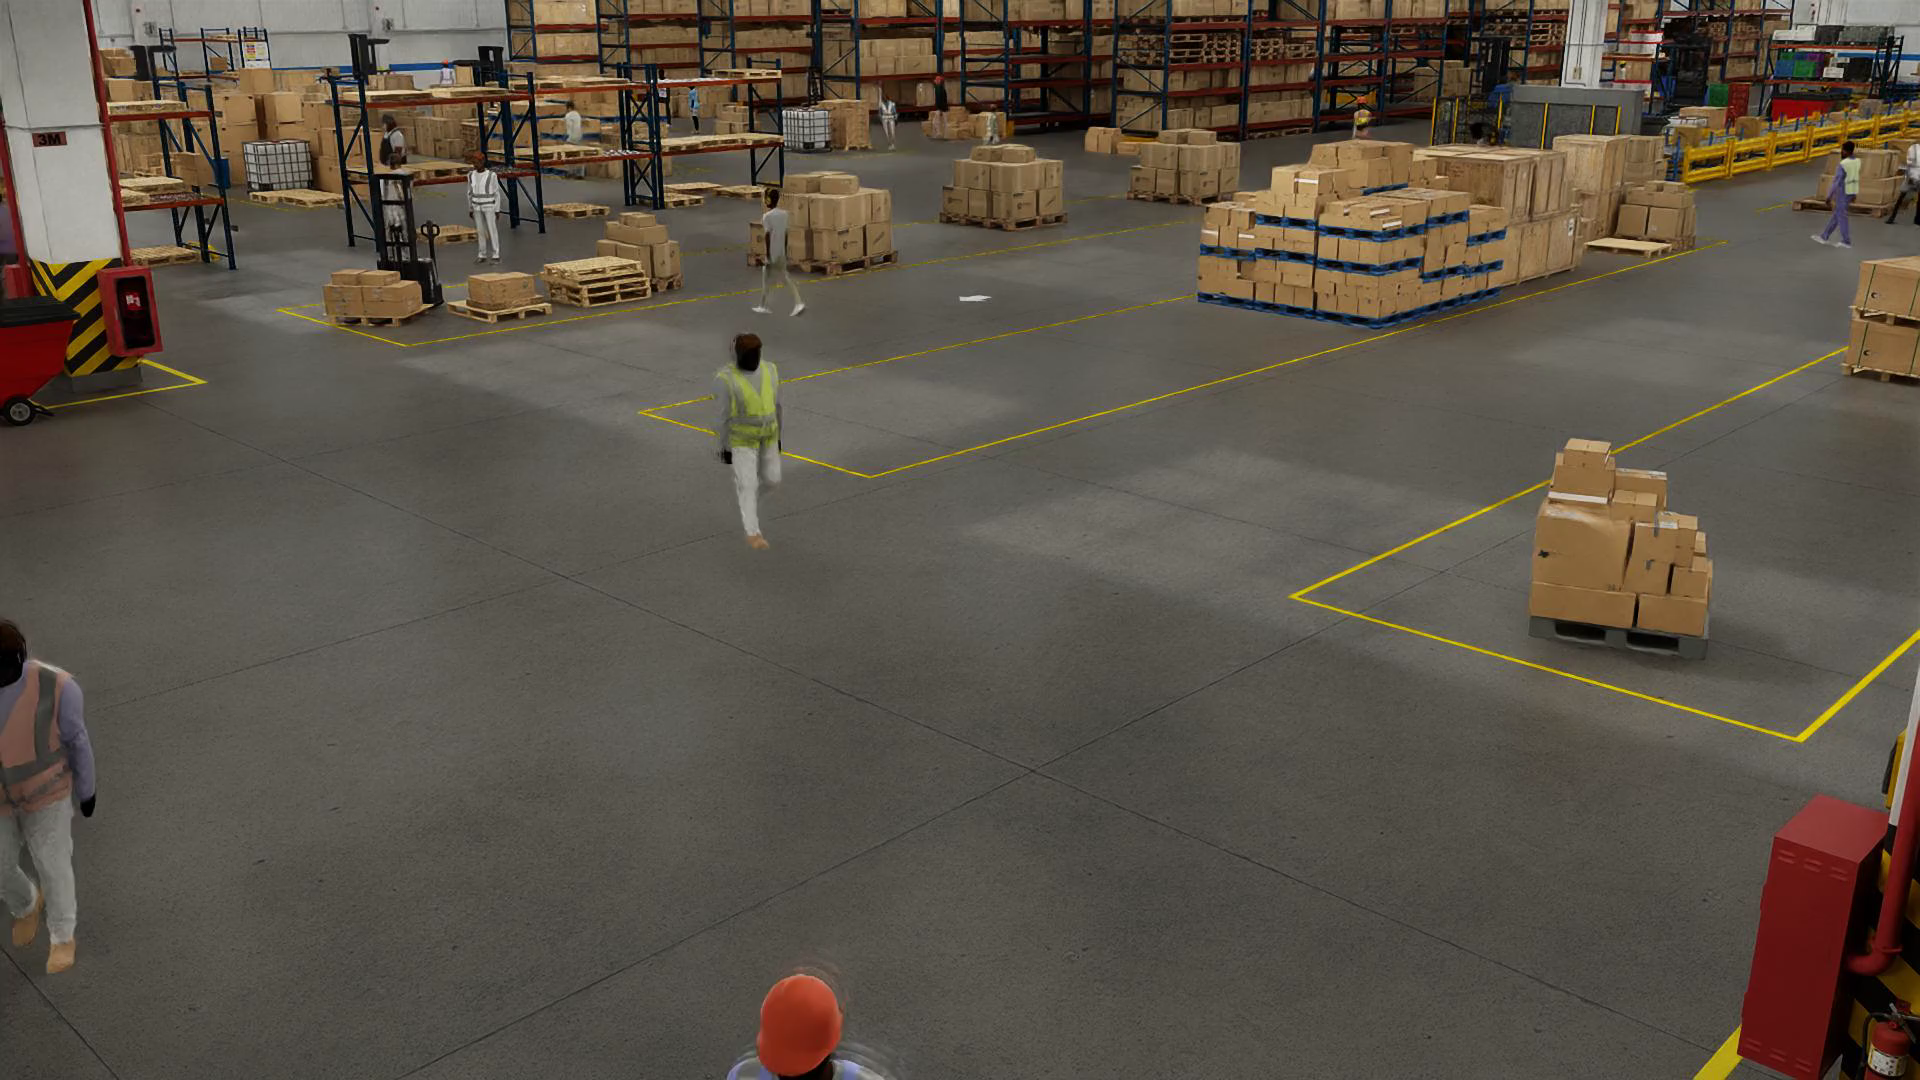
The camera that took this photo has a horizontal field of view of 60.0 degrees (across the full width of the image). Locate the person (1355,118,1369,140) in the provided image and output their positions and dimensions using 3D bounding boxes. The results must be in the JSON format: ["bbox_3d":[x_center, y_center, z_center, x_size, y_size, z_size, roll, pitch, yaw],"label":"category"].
[{"bbox_3d":[9.109,-8.751,37.958,0.525,1.717,0.920,-16,24,-39],"label":"person"}]

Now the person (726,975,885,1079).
[{"bbox_3d":[-0.434,2.138,4.848,0.551,1.905,0.792,2,18,6],"label":"person"}]

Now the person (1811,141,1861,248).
[{"bbox_3d":[16.012,-6.300,30.309,0.619,1.892,0.735,-13,22,-35],"label":"person"}]

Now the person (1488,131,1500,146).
[{"bbox_3d":[10.560,-7.269,33.349,0.985,1.828,0.519,9,20,26],"label":"person"}]

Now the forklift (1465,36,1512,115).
[{"bbox_3d":[19.973,-17.201,61.605,1.873,2.768,1.129,16,24,40],"label":"forklift"}]

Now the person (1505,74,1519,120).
[{"bbox_3d":[19.764,-15.817,59.399,0.451,1.626,0.517,9,21,26],"label":"person"}]

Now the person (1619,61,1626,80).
[{"bbox_3d":[26.749,-18.503,67.281,0.327,1.761,0.522,8,20,23],"label":"person"}]

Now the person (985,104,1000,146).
[{"bbox_3d":[0.814,-10.851,44.471,0.837,1.604,0.523,-5,19,-14],"label":"person"}]

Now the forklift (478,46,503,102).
[{"bbox_3d":[-14.400,-13.831,51.452,1.129,2.768,1.873,17,25,41],"label":"forklift"}]

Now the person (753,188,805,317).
[{"bbox_3d":[-2.606,-4.123,23.838,0.951,1.834,0.520,15,24,38],"label":"person"}]

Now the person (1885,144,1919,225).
[{"bbox_3d":[18.977,-7.193,32.982,0.843,1.908,0.458,1,18,3],"label":"person"}]

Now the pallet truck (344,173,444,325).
[{"bbox_3d":[-8.209,-4.181,23.757,0.823,1.965,1.885,3,19,9],"label":"pallet truck"}]

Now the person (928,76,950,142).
[{"bbox_3d":[-0.667,-13.229,51.075,0.798,1.964,0.643,5,19,15],"label":"person"}]

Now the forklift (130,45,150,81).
[{"bbox_3d":[-25.517,-14.043,52.092,1.873,2.768,1.129,-9,20,-25],"label":"forklift"}]

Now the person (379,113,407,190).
[{"bbox_3d":[-12.029,-8.025,35.273,0.542,2.000,0.689,-17,25,-41],"label":"person"}]

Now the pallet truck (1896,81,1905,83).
[{"bbox_3d":[34.802,-16.331,61.455,0.653,1.274,1.630,17,25,41],"label":"pallet truck"}]

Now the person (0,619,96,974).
[{"bbox_3d":[-4.428,1.189,7.868,0.646,1.816,0.523,-6,19,-17],"label":"person"}]

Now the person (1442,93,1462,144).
[{"bbox_3d":[14.451,-12.286,48.781,0.534,1.600,0.756,11,21,30],"label":"person"}]

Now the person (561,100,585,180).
[{"bbox_3d":[-9.558,-9.816,40.872,0.727,1.908,0.646,5,19,16],"label":"person"}]

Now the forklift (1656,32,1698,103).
[{"bbox_3d":[29.428,-19.284,67.883,1.129,2.768,1.873,17,25,41],"label":"forklift"}]

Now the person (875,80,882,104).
[{"bbox_3d":[-2.935,-17.368,63.752,0.626,1.834,0.429,-1,18,-4],"label":"person"}]

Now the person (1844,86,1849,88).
[{"bbox_3d":[32.383,-16.349,60.834,0.533,1.732,0.857,-8,20,-22],"label":"person"}]

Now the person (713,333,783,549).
[{"bbox_3d":[-1.783,-0.861,14.023,0.628,1.832,0.564,-14,23,-37],"label":"person"}]

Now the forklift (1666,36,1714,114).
[{"bbox_3d":[27.341,-17.291,61.877,1.129,2.768,1.873,17,25,41],"label":"forklift"}]

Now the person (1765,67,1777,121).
[{"bbox_3d":[28.927,-15.880,59.100,0.356,1.937,0.552,14,23,37],"label":"person"}]

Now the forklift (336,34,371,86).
[{"bbox_3d":[-23.394,-18.320,64.977,1.129,2.768,1.873,17,25,41],"label":"forklift"}]

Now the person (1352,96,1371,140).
[{"bbox_3d":[10.098,-10.217,42.037,0.544,1.939,0.354,-13,23,-35],"label":"person"}]

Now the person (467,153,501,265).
[{"bbox_3d":[-8.092,-5.624,28.283,0.584,1.881,0.337,5,19,15],"label":"person"}]

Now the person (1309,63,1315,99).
[{"bbox_3d":[14.571,-18.804,68.316,0.540,1.665,0.727,-1,18,-3],"label":"person"}]

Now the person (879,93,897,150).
[{"bbox_3d":[-2.098,-12.153,48.366,0.527,1.607,0.737,1,18,4],"label":"person"}]

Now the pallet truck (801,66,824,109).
[{"bbox_3d":[-4.812,-15.182,56.903,0.823,1.965,1.885,-9,21,-26],"label":"pallet truck"}]

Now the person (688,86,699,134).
[{"bbox_3d":[-8.608,-13.965,53.705,0.319,1.695,0.539,0,18,1],"label":"person"}]

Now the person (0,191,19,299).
[{"bbox_3d":[-13.873,-4.271,24.212,0.598,1.891,0.949,3,19,8],"label":"person"}]

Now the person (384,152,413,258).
[{"bbox_3d":[-9.384,-5.519,27.898,0.410,1.932,0.640,3,19,9],"label":"person"}]

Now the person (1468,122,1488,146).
[{"bbox_3d":[10.584,-7.613,34.219,0.856,1.914,0.692,8,20,22],"label":"person"}]

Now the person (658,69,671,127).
[{"bbox_3d":[-10.081,-15.061,56.680,0.589,1.912,0.390,13,22,34],"label":"person"}]

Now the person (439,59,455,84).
[{"bbox_3d":[-19.826,-17.611,64.342,0.550,1.921,0.569,-6,19,-17],"label":"person"}]
